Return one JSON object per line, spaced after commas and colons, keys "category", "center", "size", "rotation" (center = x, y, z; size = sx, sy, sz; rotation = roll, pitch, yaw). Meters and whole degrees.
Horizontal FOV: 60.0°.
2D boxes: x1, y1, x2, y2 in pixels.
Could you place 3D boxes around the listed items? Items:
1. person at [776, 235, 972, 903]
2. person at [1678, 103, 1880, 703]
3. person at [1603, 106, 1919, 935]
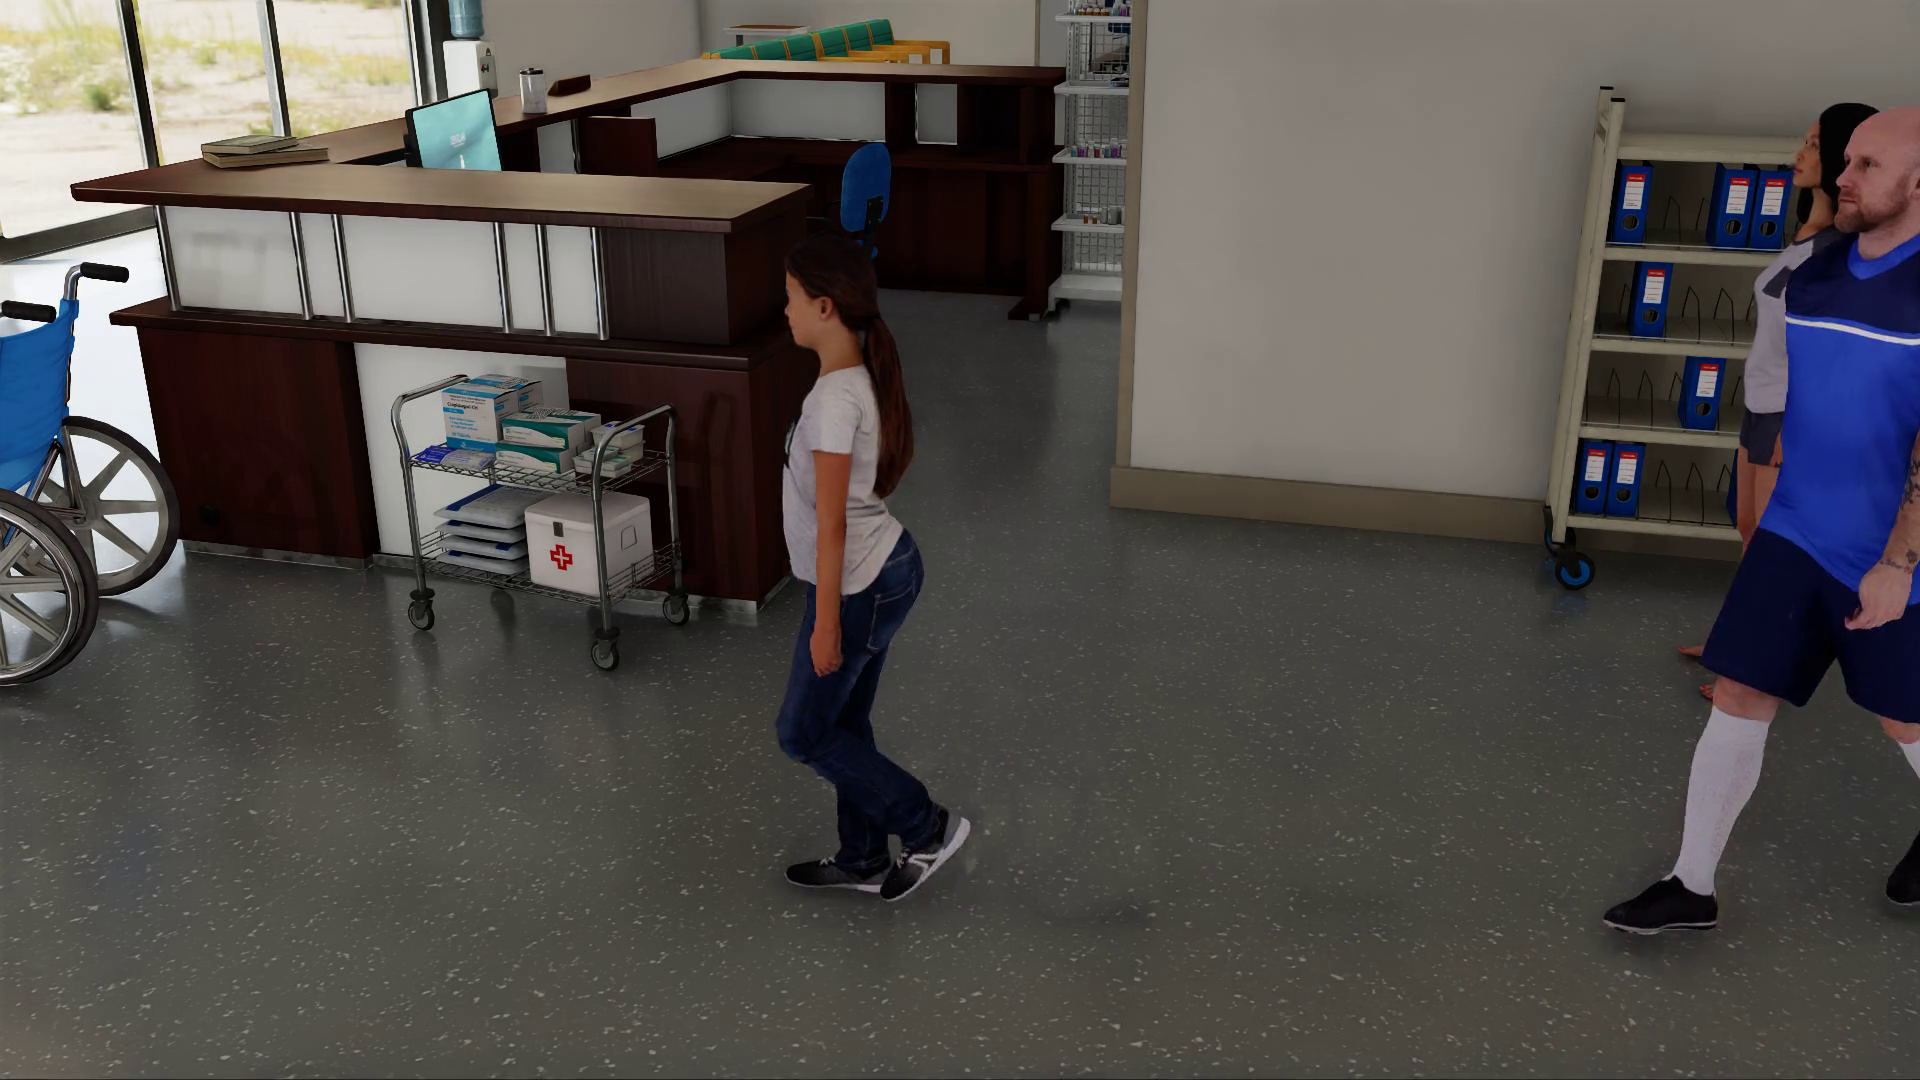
{"category": "person", "center": [-0.173, 0.113, 3.678], "size": [0.696, 1.545, 0.589], "rotation": [2, 21, 7]}
{"category": "person", "center": [2.362, -0.370, 4.722], "size": [0.532, 1.708, 0.596], "rotation": [4, 21, 12]}
{"category": "person", "center": [1.979, 0.033, 3.536], "size": [1.291, 1.795, 1.167], "rotation": [-10, 23, -24]}
